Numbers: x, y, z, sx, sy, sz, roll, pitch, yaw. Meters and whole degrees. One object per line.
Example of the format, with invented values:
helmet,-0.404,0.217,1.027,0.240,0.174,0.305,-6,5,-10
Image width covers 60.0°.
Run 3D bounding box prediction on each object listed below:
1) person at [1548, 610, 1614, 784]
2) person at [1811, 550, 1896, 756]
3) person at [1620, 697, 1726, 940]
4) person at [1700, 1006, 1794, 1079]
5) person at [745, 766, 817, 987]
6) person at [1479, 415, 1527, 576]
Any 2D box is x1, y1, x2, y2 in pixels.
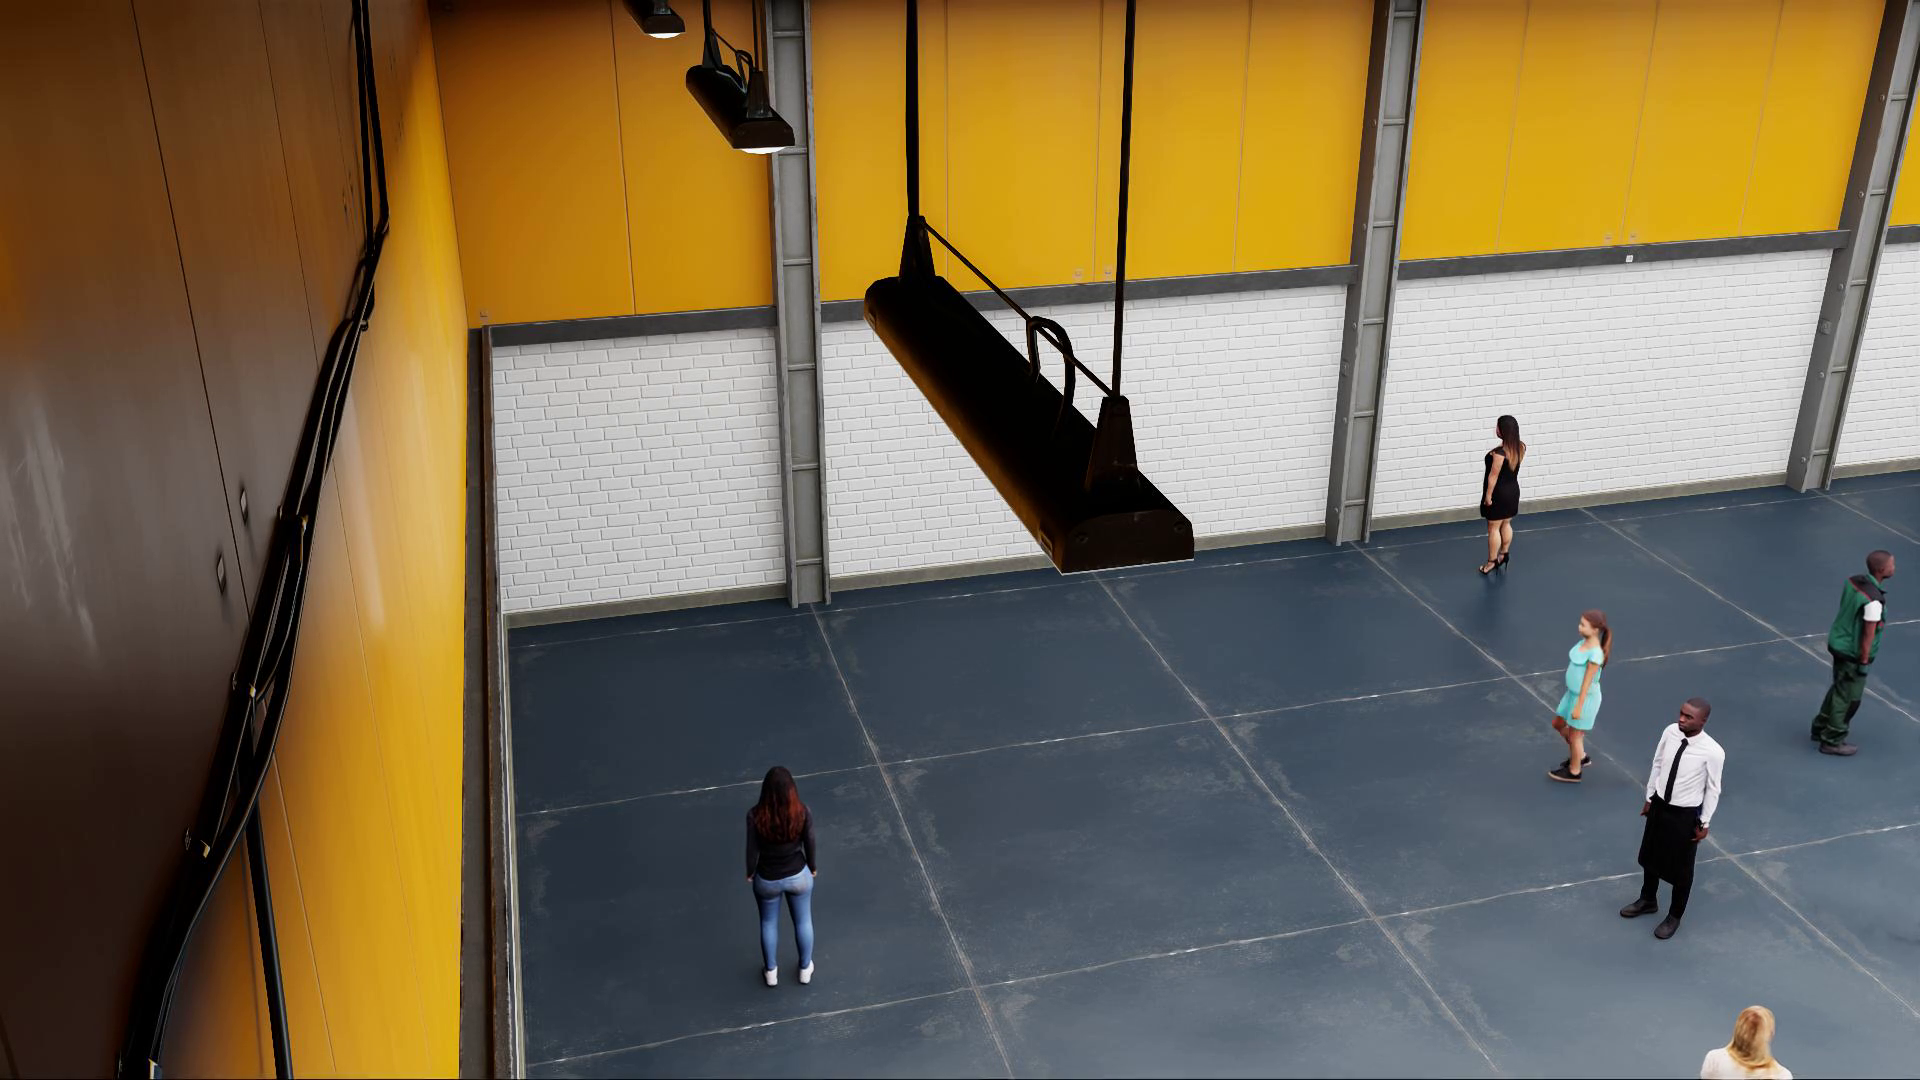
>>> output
person,5.099,1.276,13.426,0.671,1.552,0.633,3,24,7
person,7.437,0.927,13.872,0.757,1.834,0.763,4,24,9
person,5.020,1.909,11.625,0.630,1.835,0.704,-14,27,-29
person,4.031,3.204,8.694,0.648,1.808,0.723,11,26,24
person,-1.189,2.242,11.118,0.496,1.630,0.687,-5,24,-11
person,5.619,-0.467,17.214,0.670,1.712,0.787,-18,29,-35
